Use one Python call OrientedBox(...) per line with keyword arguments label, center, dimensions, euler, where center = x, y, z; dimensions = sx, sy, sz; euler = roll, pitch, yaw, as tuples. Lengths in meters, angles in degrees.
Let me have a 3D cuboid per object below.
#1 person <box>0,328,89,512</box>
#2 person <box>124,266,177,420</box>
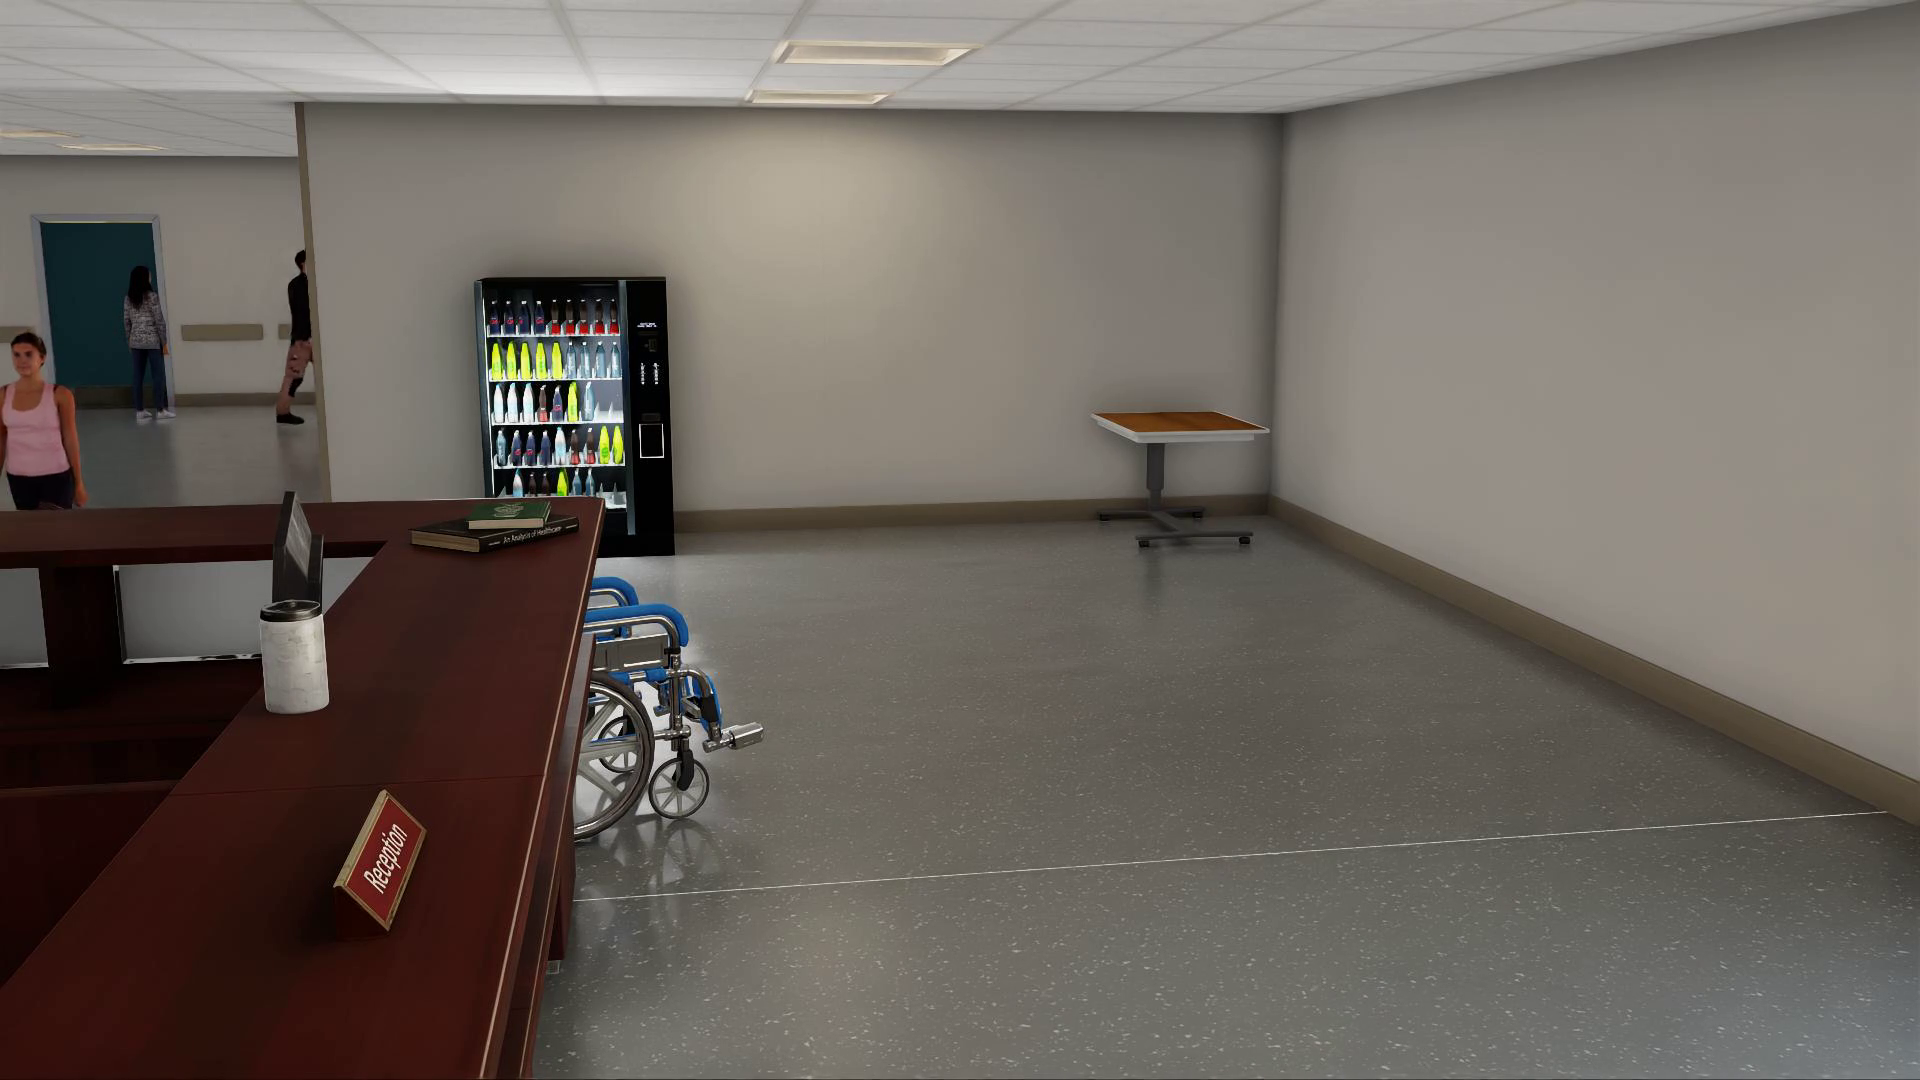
OrientedBox(label="person", center=(-4.994, -0.317, 9.088), dimensions=(0.963, 1.607, 0.679), euler=(-1, 11, -5))
OrientedBox(label="person", center=(-9.282, -2.254, 18.959), dimensions=(0.577, 1.731, 0.742), euler=(2, 11, 9))
